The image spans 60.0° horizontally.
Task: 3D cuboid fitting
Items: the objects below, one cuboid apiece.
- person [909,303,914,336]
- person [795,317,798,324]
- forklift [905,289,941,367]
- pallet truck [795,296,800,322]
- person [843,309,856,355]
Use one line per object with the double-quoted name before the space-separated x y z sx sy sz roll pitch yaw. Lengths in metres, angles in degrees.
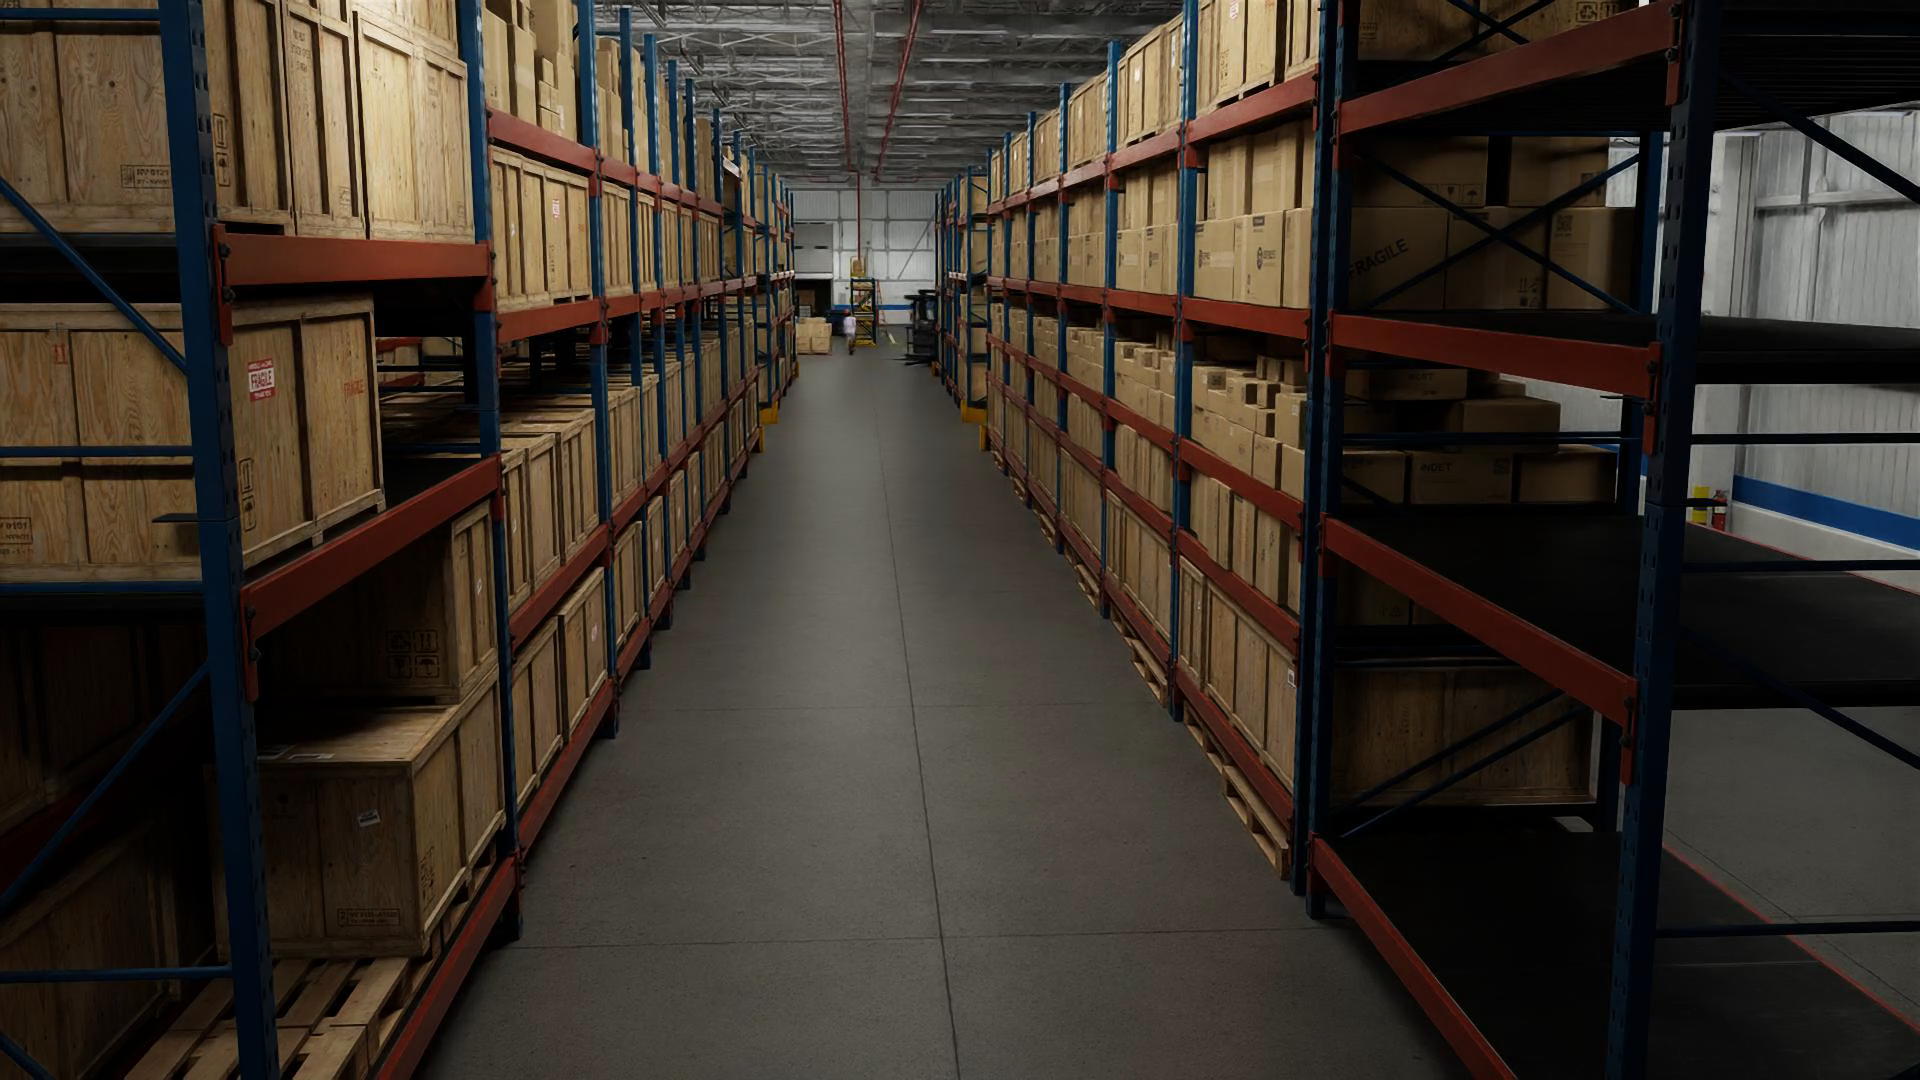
"person" -2.463 -11.503 86.750 0.320 1.686 0.539 4 10 21
"person" -7.639 -9.648 75.747 0.540 1.658 0.855 -3 10 -15
"forklift" -1.054 -7.828 61.229 1.129 2.768 1.873 6 11 30
"pallet truck" -8.622 -12.439 91.403 1.885 1.965 0.823 2 10 13
"person" -4.531 -8.587 68.686 0.556 1.895 0.677 2 10 10
